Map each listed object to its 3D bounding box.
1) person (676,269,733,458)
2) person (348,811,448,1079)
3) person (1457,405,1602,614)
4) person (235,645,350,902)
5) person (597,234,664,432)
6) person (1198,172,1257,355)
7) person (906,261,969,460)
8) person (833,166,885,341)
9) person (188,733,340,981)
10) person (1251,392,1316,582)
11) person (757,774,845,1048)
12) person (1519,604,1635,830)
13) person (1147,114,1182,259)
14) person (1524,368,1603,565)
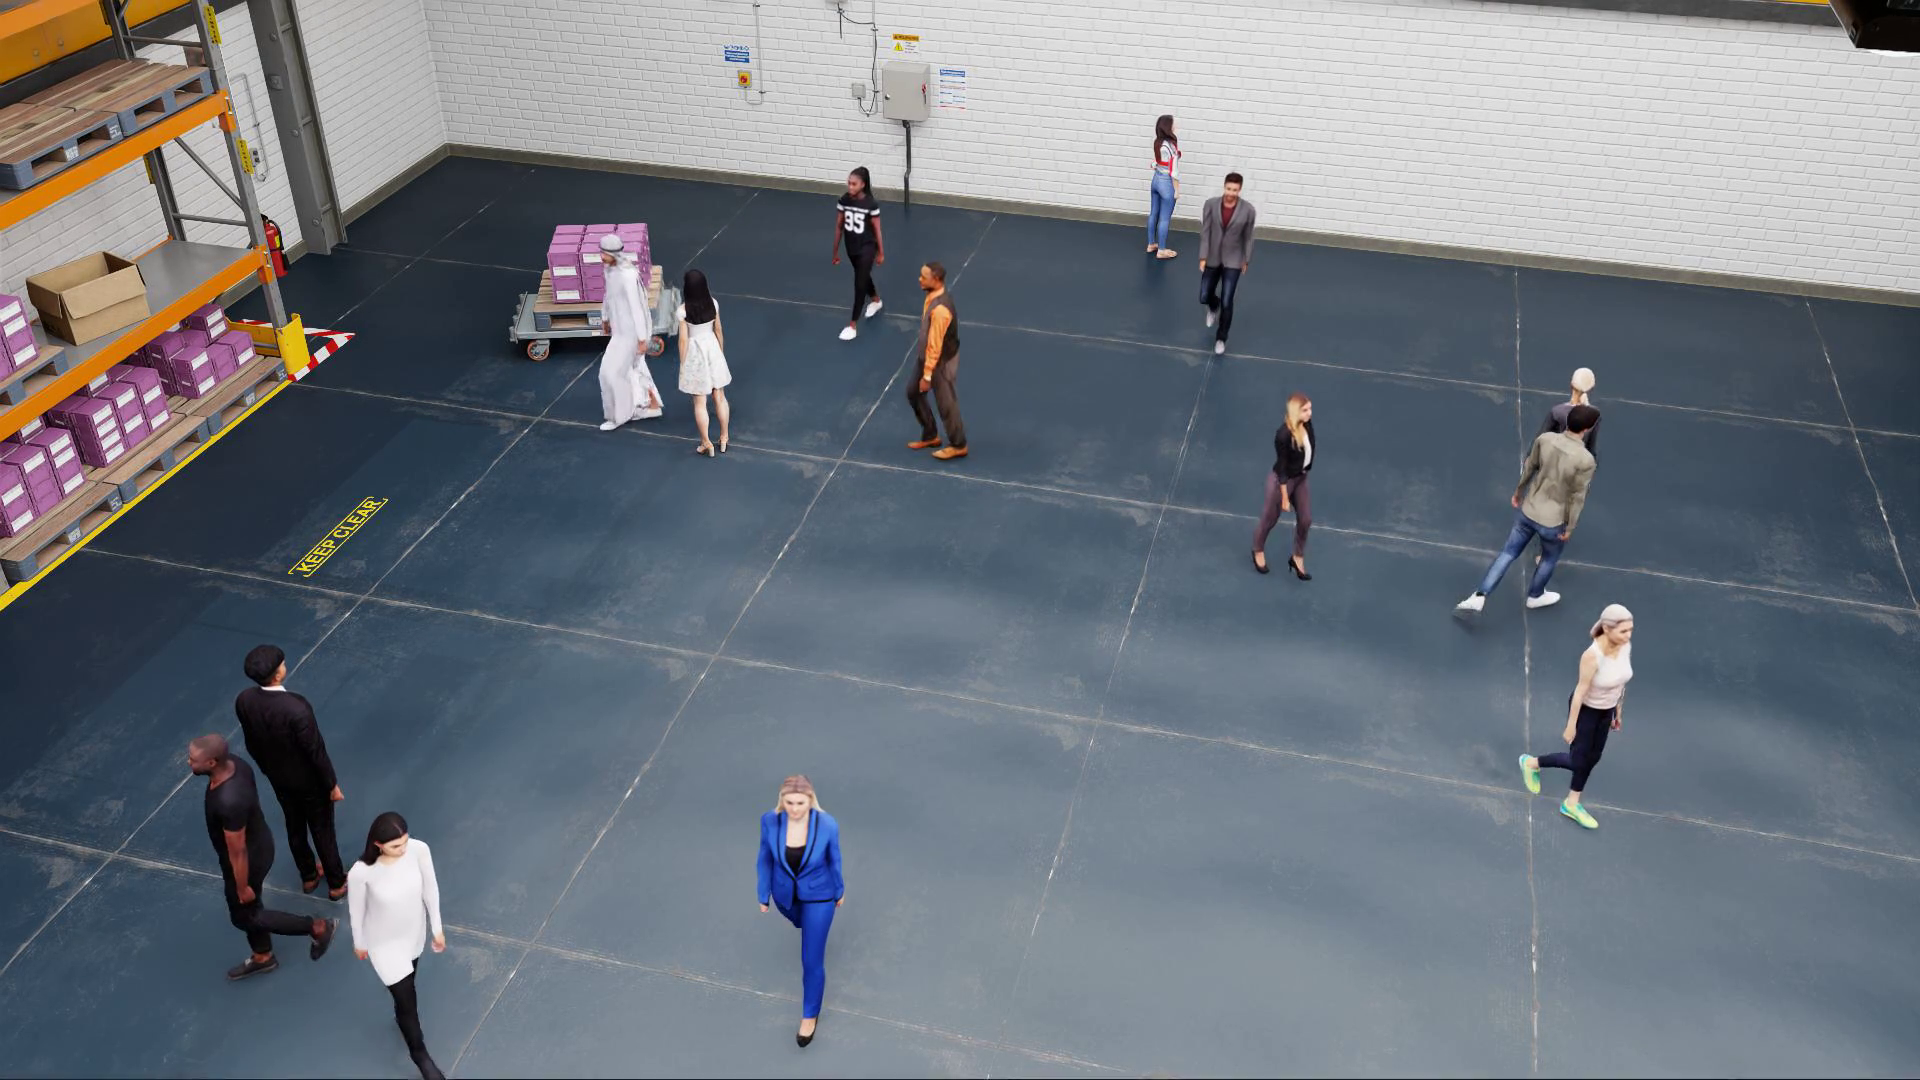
[{"bbox_3d":[-2.277,-1.569,14.718,0.770,1.773,0.835,-19,38,-27],"label":"person"},{"bbox_3d":[-3.122,2.122,9.169,0.967,1.770,0.953,-24,41,-32],"label":"person"},{"bbox_3d":[4.337,-0.151,12.543,1.257,1.821,1.132,-28,43,-35],"label":"person"},{"bbox_3d":[-4.044,1.420,10.122,0.713,1.884,0.567,11,35,16],"label":"person"},{"bbox_3d":[-2.934,-1.907,15.110,1.078,1.904,1.022,-14,36,-20],"label":"person"},{"bbox_3d":[2.624,-2.790,16.486,0.726,1.851,0.958,11,35,16],"label":"person"},{"bbox_3d":[-0.080,-1.554,14.593,0.923,1.888,0.861,-6,34,-9],"label":"person"},{"bbox_3d":[-0.972,-2.949,16.879,0.803,1.680,1.228,16,37,23],"label":"person"},{"bbox_3d":[-4.057,1.820,9.592,1.020,1.805,1.003,-14,36,-20],"label":"person"},{"bbox_3d":[2.501,-0.448,13.141,0.828,1.653,0.865,-25,41,-32],"label":"person"},{"bbox_3d":[-0.883,1.966,9.501,0.718,1.663,1.152,4,34,7],"label":"person"},{"bbox_3d":[4.028,1.090,10.794,0.897,1.690,0.936,-22,39,-29],"label":"person"},{"bbox_3d":[2.256,-3.931,18.416,0.724,1.615,0.657,-16,37,-23],"label":"person"},{"bbox_3d":[4.799,-0.531,13.233,0.781,1.689,1.108,1,34,2],"label":"person"}]
